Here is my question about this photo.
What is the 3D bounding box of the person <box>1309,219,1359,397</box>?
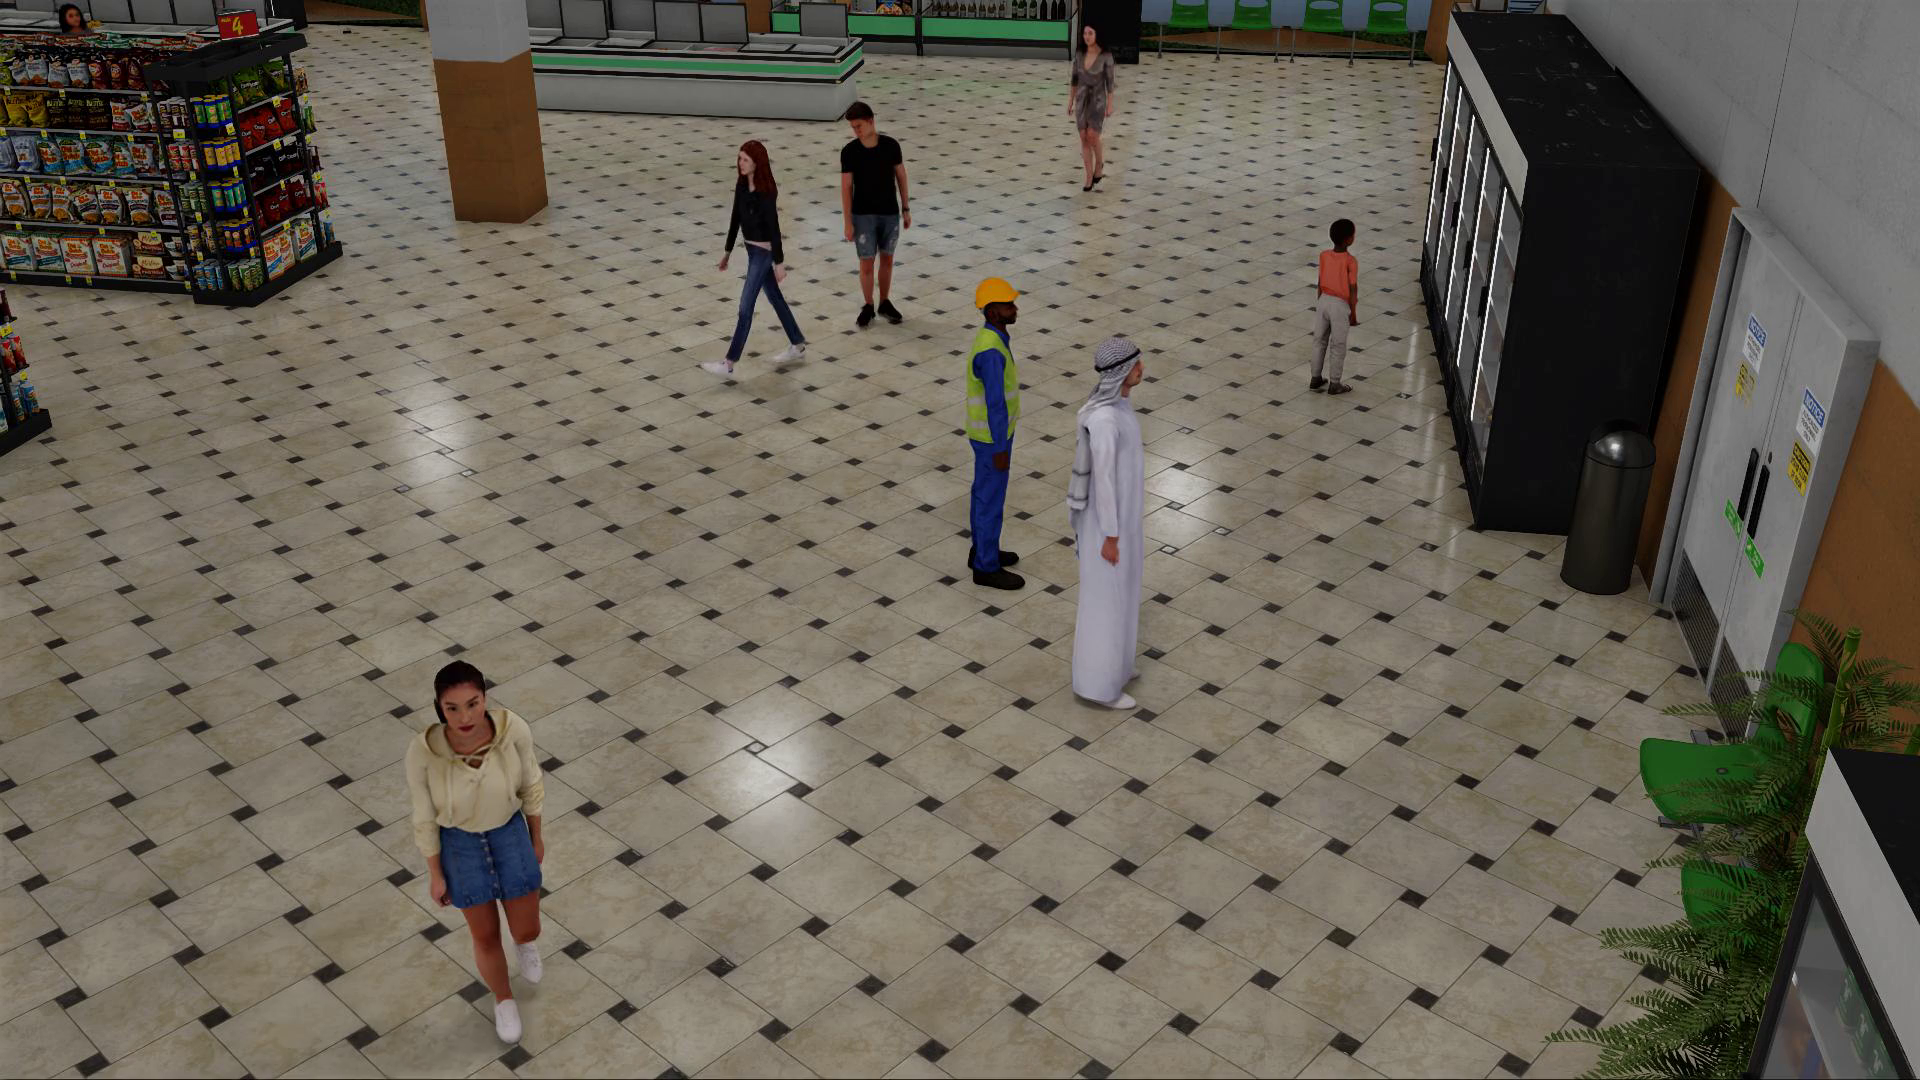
[{"bbox_3d":[2.736,-1.703,12.146,0.622,1.311,0.547,-23,35,-38],"label":"person"}]

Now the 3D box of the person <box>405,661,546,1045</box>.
[{"bbox_3d":[-1.787,1.122,6.230,0.783,1.624,0.849,-10,29,-19],"label":"person"}]

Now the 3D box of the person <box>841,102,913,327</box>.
[{"bbox_3d":[-0.698,-2.624,13.407,0.776,1.814,0.884,-18,32,-31],"label":"person"}]

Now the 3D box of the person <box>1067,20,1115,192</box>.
[{"bbox_3d":[1.382,-4.472,17.138,0.693,1.735,0.763,15,30,27],"label":"person"}]

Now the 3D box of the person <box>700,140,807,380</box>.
[{"bbox_3d":[-1.415,-2.092,12.444,1.166,1.735,1.105,-17,32,-31],"label":"person"}]

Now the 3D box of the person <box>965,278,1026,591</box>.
[{"bbox_3d":[0.185,-0.621,9.457,0.623,1.813,0.688,1,27,2],"label":"person"}]

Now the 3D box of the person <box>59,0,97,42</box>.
[{"bbox_3d":[-9.324,-4.817,17.799,1.127,1.753,0.863,17,32,30],"label":"person"}]

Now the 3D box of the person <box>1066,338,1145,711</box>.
[{"bbox_3d":[0.743,-0.094,8.292,0.609,1.926,0.678,5,27,9],"label":"person"}]
